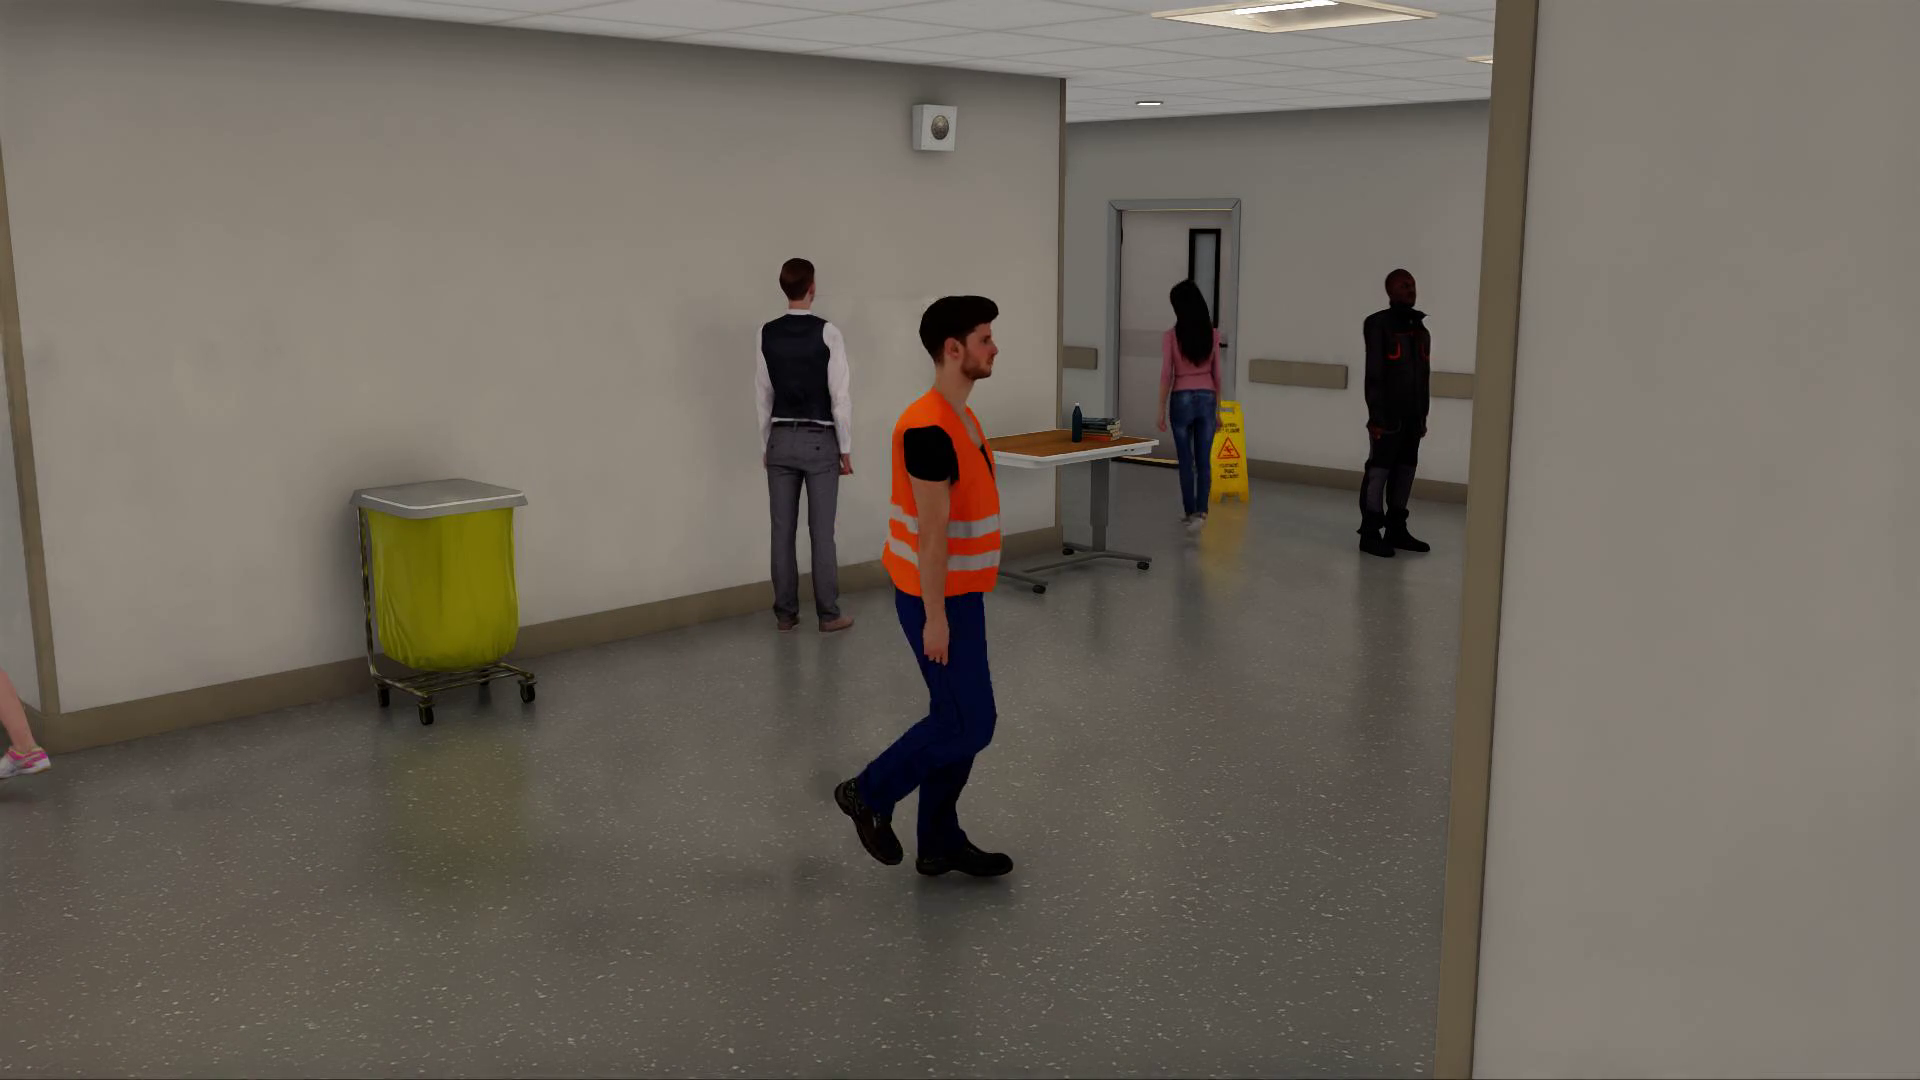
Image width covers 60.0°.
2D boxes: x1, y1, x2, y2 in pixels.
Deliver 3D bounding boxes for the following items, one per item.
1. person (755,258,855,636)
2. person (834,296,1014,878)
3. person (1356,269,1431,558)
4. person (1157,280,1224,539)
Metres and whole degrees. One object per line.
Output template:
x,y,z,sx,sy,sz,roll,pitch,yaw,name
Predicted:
-0.810,-0.486,8.592,0.684,1.937,0.806,3,11,15,person
-0.135,0.180,5.255,0.968,1.872,0.896,2,11,11,person
2.799,-0.837,10.743,0.731,1.825,0.658,-8,13,-35,person
1.575,-0.840,11.094,1.089,1.699,1.148,0,11,2,person
